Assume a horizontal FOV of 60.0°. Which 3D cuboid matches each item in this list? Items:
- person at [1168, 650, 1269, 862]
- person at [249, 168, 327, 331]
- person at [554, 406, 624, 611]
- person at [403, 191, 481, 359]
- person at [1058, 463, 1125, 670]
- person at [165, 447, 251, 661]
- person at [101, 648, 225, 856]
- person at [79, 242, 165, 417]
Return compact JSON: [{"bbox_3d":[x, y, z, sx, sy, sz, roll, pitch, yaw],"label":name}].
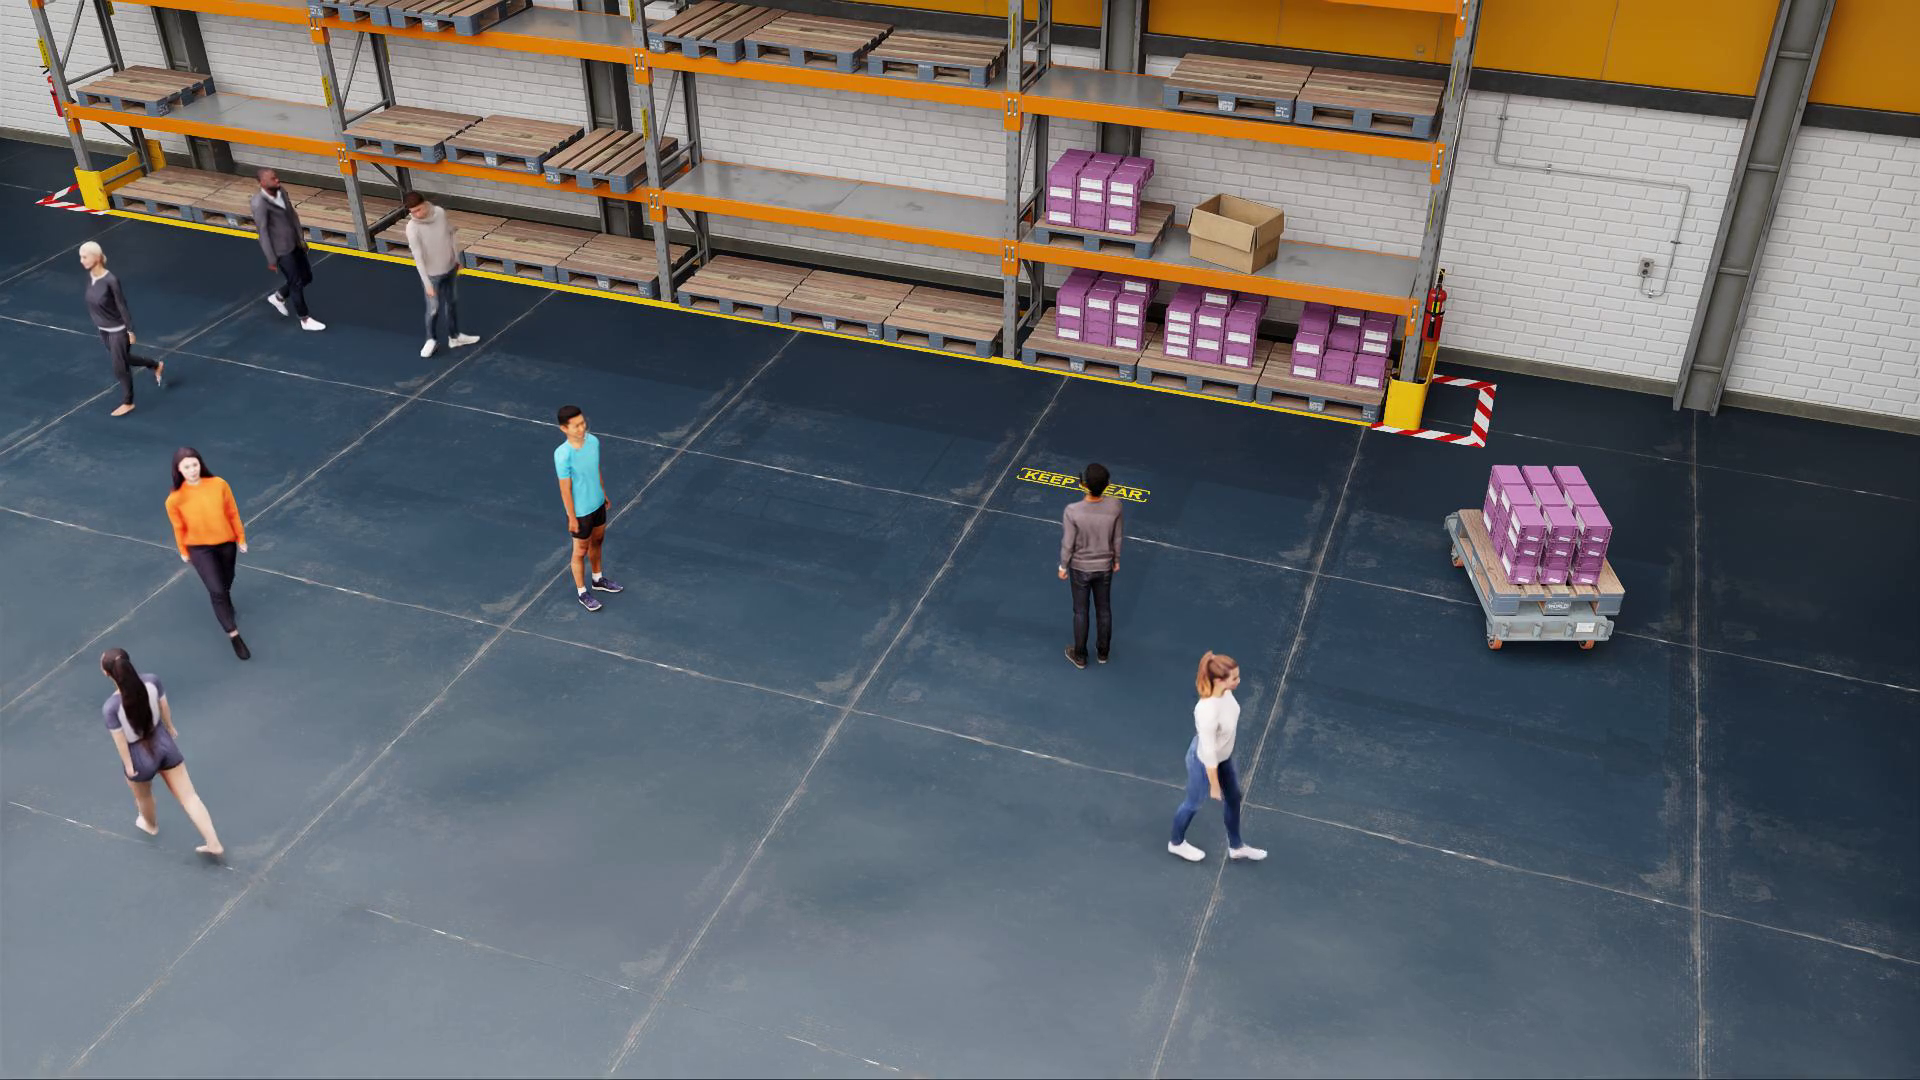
[{"bbox_3d":[1.530,1.416,10.769,0.890,1.702,0.672,15,36,21],"label":"person"},{"bbox_3d":[-7.125,-3.049,17.396,0.927,1.803,0.786,9,35,13],"label":"person"},{"bbox_3d":[-3.000,-0.280,13.255,0.546,1.775,0.641,16,37,22],"label":"person"},{"bbox_3d":[-5.300,-2.780,16.986,0.664,1.810,0.852,8,34,12],"label":"person"},{"bbox_3d":[0.992,0.196,12.545,0.666,1.768,0.778,20,38,27],"label":"person"},{"bbox_3d":[-5.806,0.019,12.863,0.994,1.711,1.203,-25,41,-32],"label":"person"},{"bbox_3d":[-5.209,1.433,10.833,1.090,1.604,0.752,17,37,24],"label":"person"},{"bbox_3d":[-8.084,-2.086,16.037,0.948,1.704,0.789,18,37,25],"label":"person"}]
